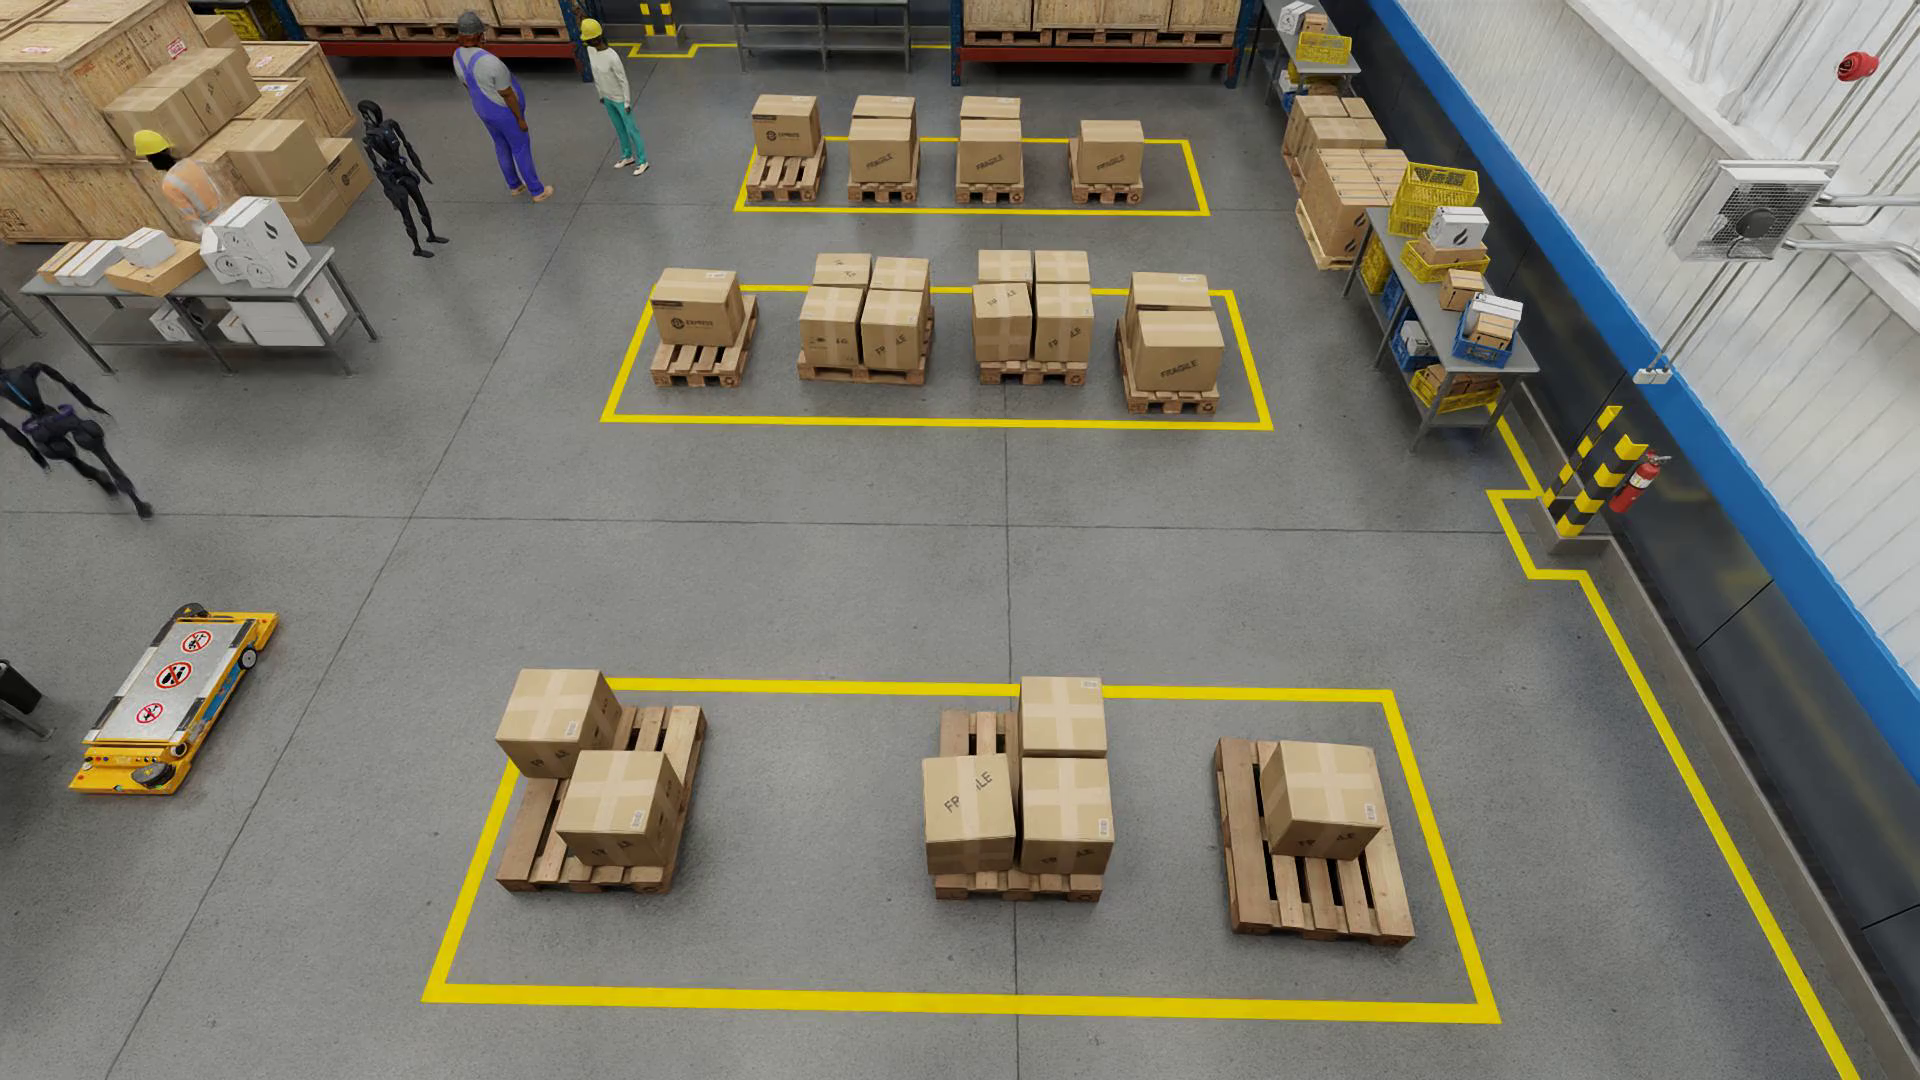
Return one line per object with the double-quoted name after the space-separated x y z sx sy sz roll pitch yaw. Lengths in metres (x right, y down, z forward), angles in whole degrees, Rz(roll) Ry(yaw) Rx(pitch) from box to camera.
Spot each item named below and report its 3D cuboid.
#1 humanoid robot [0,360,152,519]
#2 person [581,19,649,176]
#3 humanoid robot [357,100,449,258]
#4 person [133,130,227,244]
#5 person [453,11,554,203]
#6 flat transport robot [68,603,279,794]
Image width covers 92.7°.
-7.058 -0.865 7.201 0.551 1.626 0.786 -33 57 -25 "humanoid robot"
-4.071 -5.189 10.781 0.524 1.760 0.335 29 55 22 "person"
-5.893 -3.806 9.663 0.361 1.648 0.572 10 51 9 "humanoid robot"
-7.285 -2.985 8.818 0.766 1.899 0.623 -4 50 -4 "person"
-5.142 -4.853 10.314 0.680 2.000 0.536 24 54 19 "person"
-5.504 1.072 6.442 0.652 0.197 1.431 1 50 1 "flat transport robot"
